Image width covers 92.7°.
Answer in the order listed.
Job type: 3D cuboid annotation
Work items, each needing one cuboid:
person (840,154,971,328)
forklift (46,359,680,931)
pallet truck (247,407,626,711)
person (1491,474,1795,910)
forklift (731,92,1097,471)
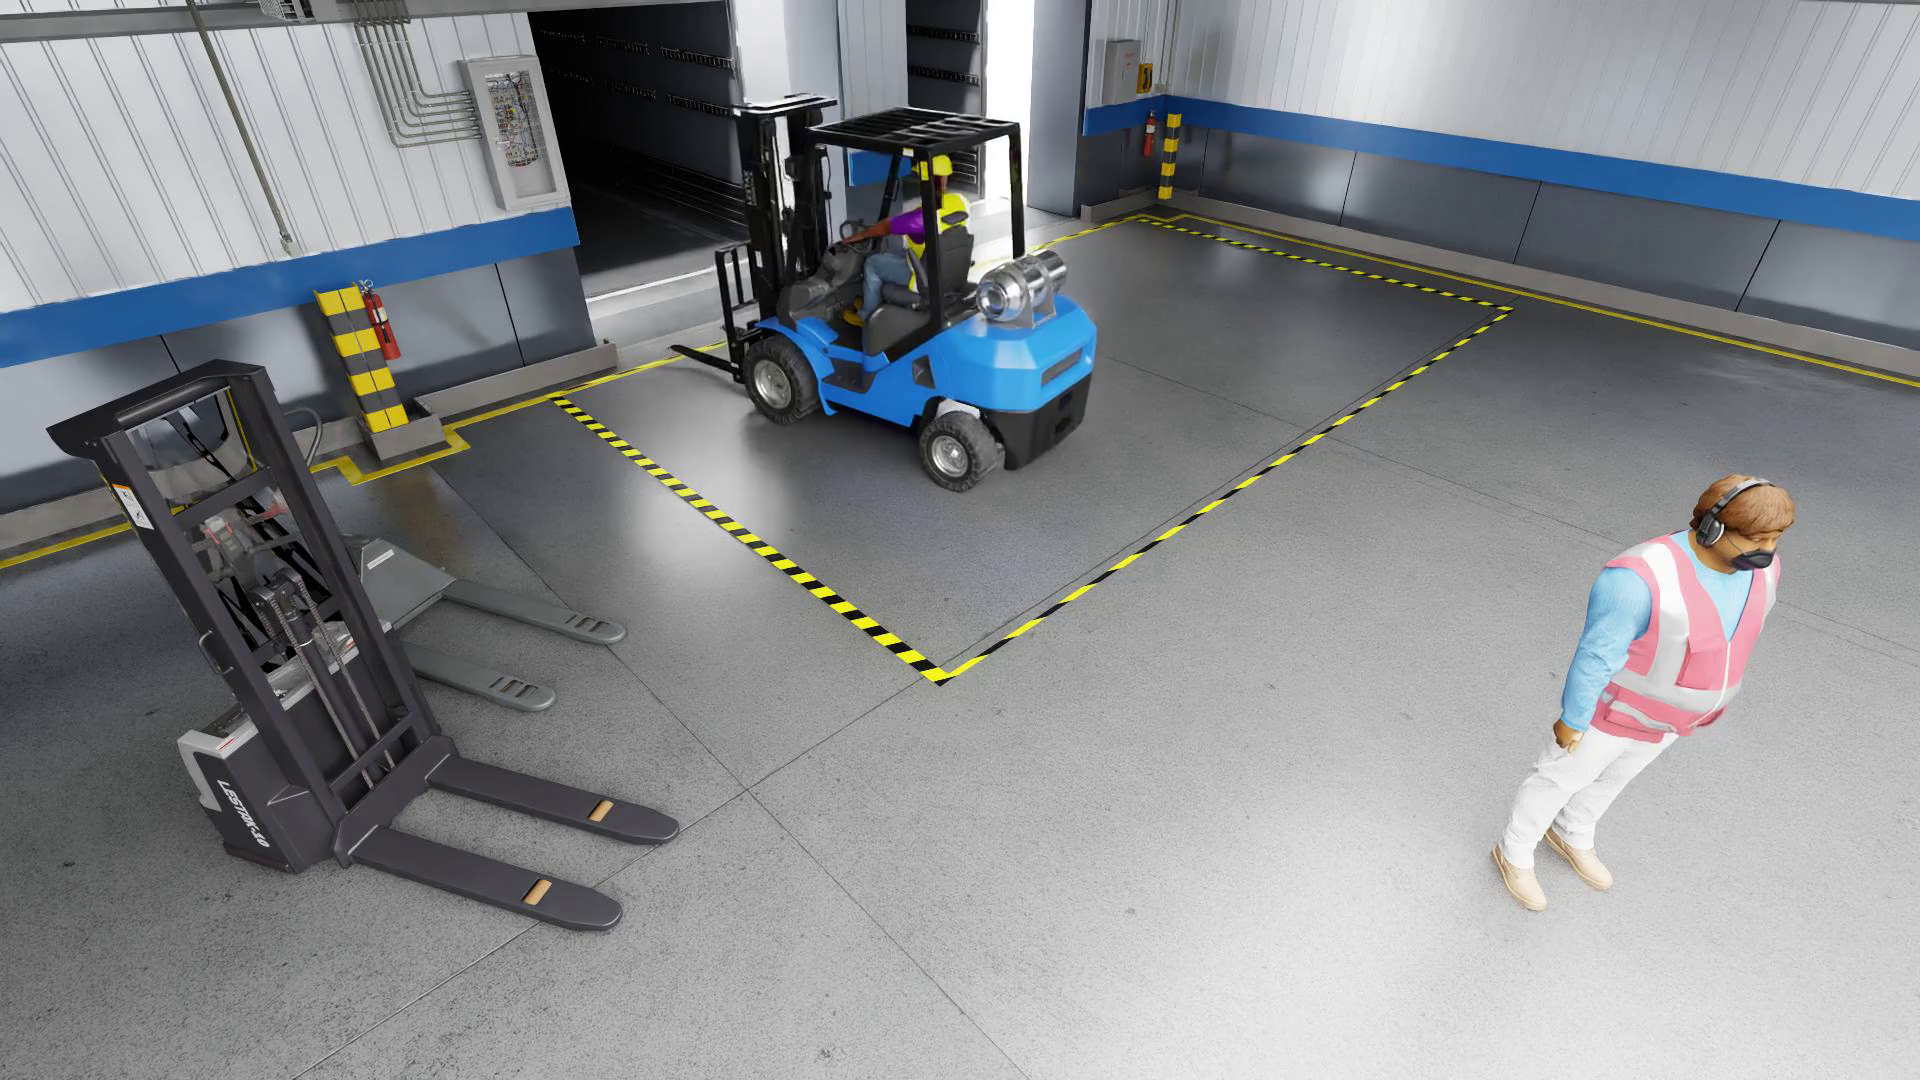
[{"bbox_3d":[-0.426,-2.058,6.351,1.004,1.293,0.635,22,40,29],"label":"person"},{"bbox_3d":[-2.135,0.422,3.354,1.885,1.965,0.823,10,35,14],"label":"forklift"},{"bbox_3d":[-2.628,0.038,4.590,1.601,1.201,0.680,12,36,18],"label":"pallet truck"},{"bbox_3d":[2.397,0.587,3.248,0.624,1.843,0.429,-9,35,-12],"label":"person"},{"bbox_3d":[-0.382,-1.880,6.423,2.680,2.036,1.157,22,40,29],"label":"forklift"}]
